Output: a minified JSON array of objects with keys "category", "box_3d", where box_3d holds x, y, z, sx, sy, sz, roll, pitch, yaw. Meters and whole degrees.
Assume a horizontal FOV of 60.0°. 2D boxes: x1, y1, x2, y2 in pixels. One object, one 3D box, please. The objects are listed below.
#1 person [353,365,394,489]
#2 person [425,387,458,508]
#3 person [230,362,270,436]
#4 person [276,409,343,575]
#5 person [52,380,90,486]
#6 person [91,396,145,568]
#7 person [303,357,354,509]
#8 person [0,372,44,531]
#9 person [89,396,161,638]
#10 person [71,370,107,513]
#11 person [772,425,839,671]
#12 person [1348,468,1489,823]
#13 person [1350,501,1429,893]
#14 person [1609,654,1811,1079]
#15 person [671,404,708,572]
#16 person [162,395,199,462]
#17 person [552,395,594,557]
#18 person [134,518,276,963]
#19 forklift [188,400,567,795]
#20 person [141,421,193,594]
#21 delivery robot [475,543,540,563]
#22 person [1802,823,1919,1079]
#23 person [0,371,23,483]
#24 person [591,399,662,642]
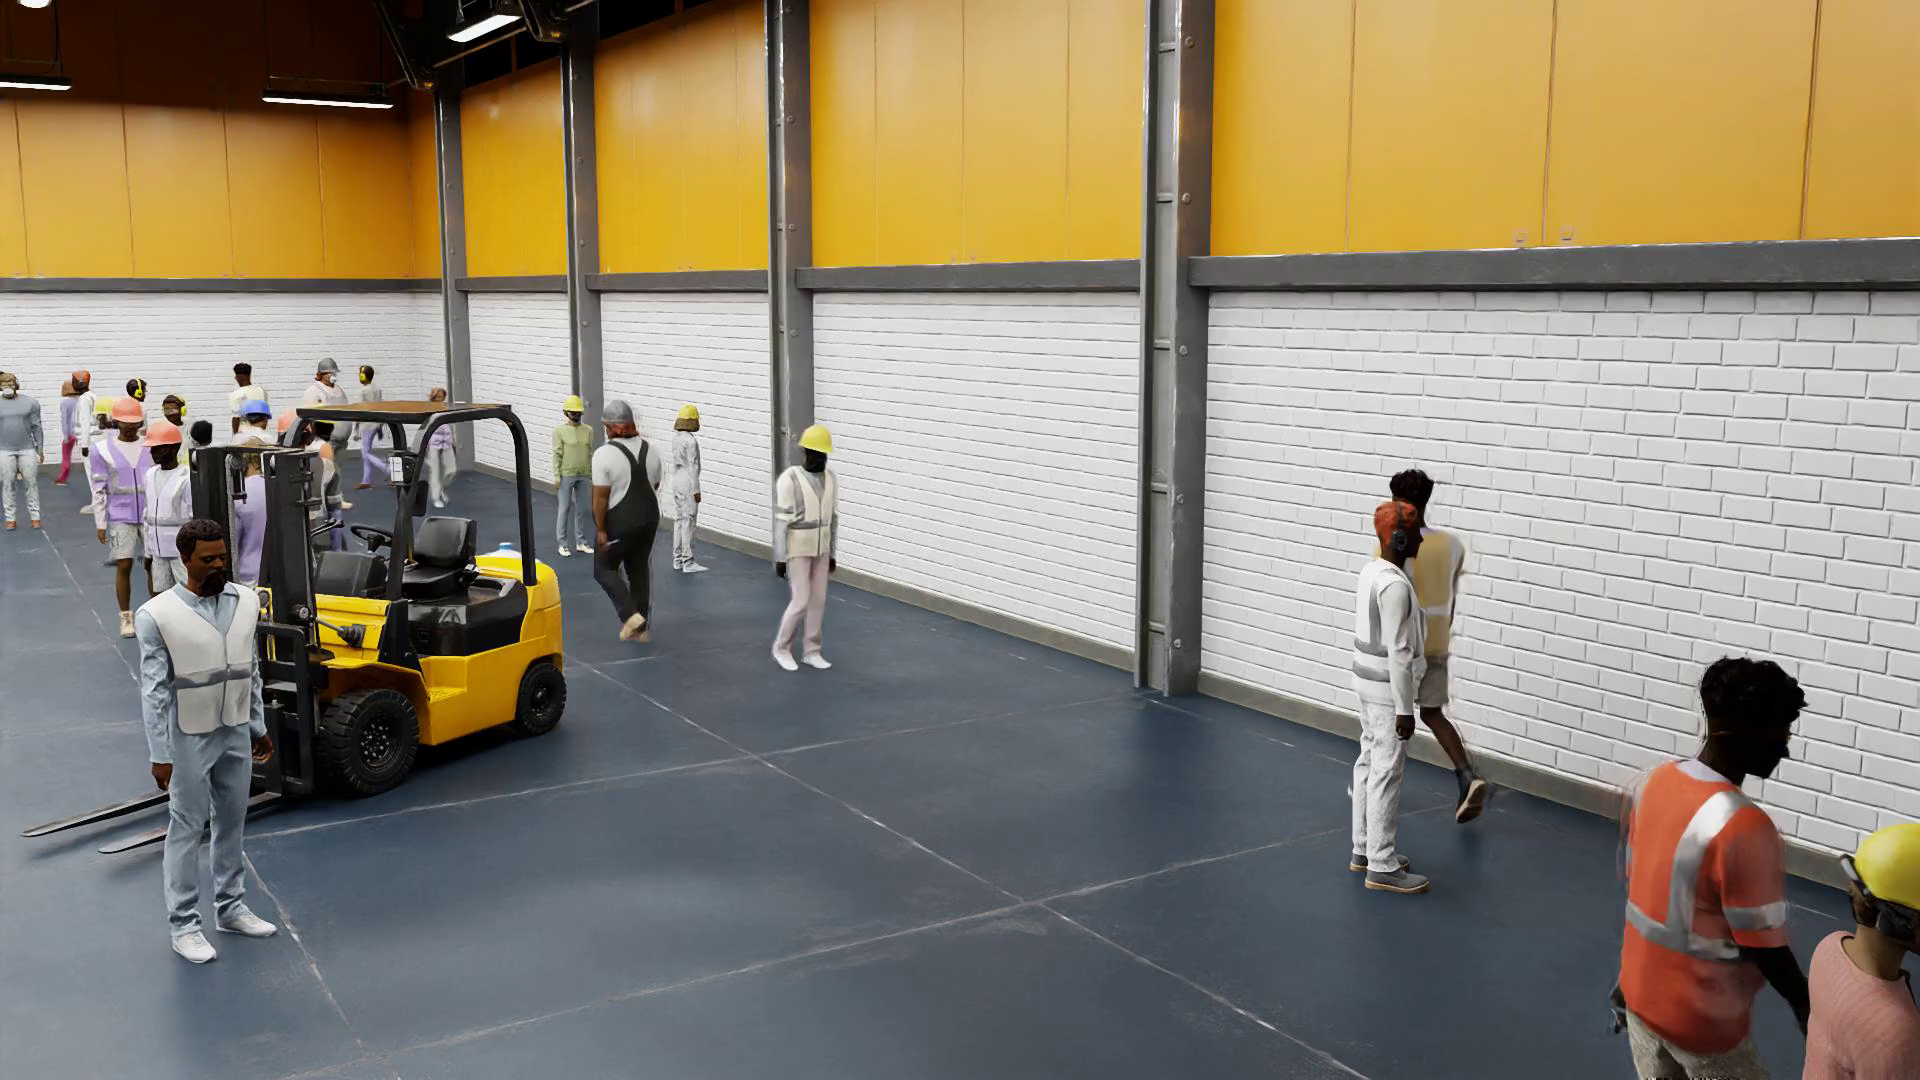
[{"category":"person","box_3d":[-8.583,-1.631,24.262,0.728,1.848,0.530,2,9,10]},{"category":"person","box_3d":[-6.987,-1.236,22.338,0.520,1.627,0.381,-8,12,-43]},{"category":"person","box_3d":[-9.618,-1.431,22.551,0.377,1.955,0.602,4,10,28]},{"category":"person","box_3d":[-4.894,0.045,12.346,0.607,2.036,0.410,-7,11,-38]},{"category":"person","box_3d":[-13.206,-1.587,24.822,0.874,1.583,0.520,4,9,23]},{"category":"person","box_3d":[-8.754,-0.600,17.397,0.511,1.813,0.610,-4,9,-23]},{"category":"person","box_3d":[-8.306,-1.397,22.017,0.536,2.000,0.682,3,9,17]},{"category":"person","box_3d":[-11.503,-1.076,20.243,0.637,1.930,0.374,-5,10,-30]},{"category":"person","box_3d":[-6.911,-0.190,13.931,0.611,2.032,0.411,-7,11,-38]},{"category":"person","box_3d":[-11.438,-1.288,21.858,0.349,1.876,0.576,-3,9,-18]},{"category":"person","box_3d":[-1.169,0.067,12.651,0.575,1.894,0.600,8,12,44]},{"category":"person","box_3d":[2.516,0.575,9.083,0.612,1.938,0.842,-3,9,-22]},{"category":"person","box_3d":[2.089,0.751,8.075,0.355,1.883,0.576,0,8,-1]},{"category":"person","box_3d":[2.092,1.254,4.552,0.528,1.926,0.634,0,8,0]},{"category":"person","box_3d":[-2.814,-0.539,17.274,0.321,1.737,0.487,-5,10,-32]},{"category":"person","box_3d":[-7.950,-0.557,16.978,0.512,1.862,0.322,1,8,5]},{"category":"person","box_3d":[-4.228,-0.706,18.287,0.328,1.767,0.532,8,12,43]},{"category":"person","box_3d":[-3.297,0.851,7.279,0.372,1.916,0.597,4,9,25]},{"category":"forklift","box_3d":[-3.529,0.258,10.348,1.214,2.155,2.313,4,9,25]},{"category":"person","box_3d":[-5.895,0.075,12.445,0.545,1.938,0.355,3,9,20]},{"category":"delivery robot","box_3d":[-4.217,0.268,15.464,0.707,0.478,0.477,7,11,40]},{"category":"person","box_3d":[2.006,1.469,3.675,0.339,1.755,0.531,2,9,13]},{"category":"person","box_3d":[-14.573,-1.721,25.355,0.530,1.697,0.321,-6,11,-37]},{"category":"person","box_3d":[-2.755,-0.155,13.648,0.578,2.000,0.699,7,11,41]}]
